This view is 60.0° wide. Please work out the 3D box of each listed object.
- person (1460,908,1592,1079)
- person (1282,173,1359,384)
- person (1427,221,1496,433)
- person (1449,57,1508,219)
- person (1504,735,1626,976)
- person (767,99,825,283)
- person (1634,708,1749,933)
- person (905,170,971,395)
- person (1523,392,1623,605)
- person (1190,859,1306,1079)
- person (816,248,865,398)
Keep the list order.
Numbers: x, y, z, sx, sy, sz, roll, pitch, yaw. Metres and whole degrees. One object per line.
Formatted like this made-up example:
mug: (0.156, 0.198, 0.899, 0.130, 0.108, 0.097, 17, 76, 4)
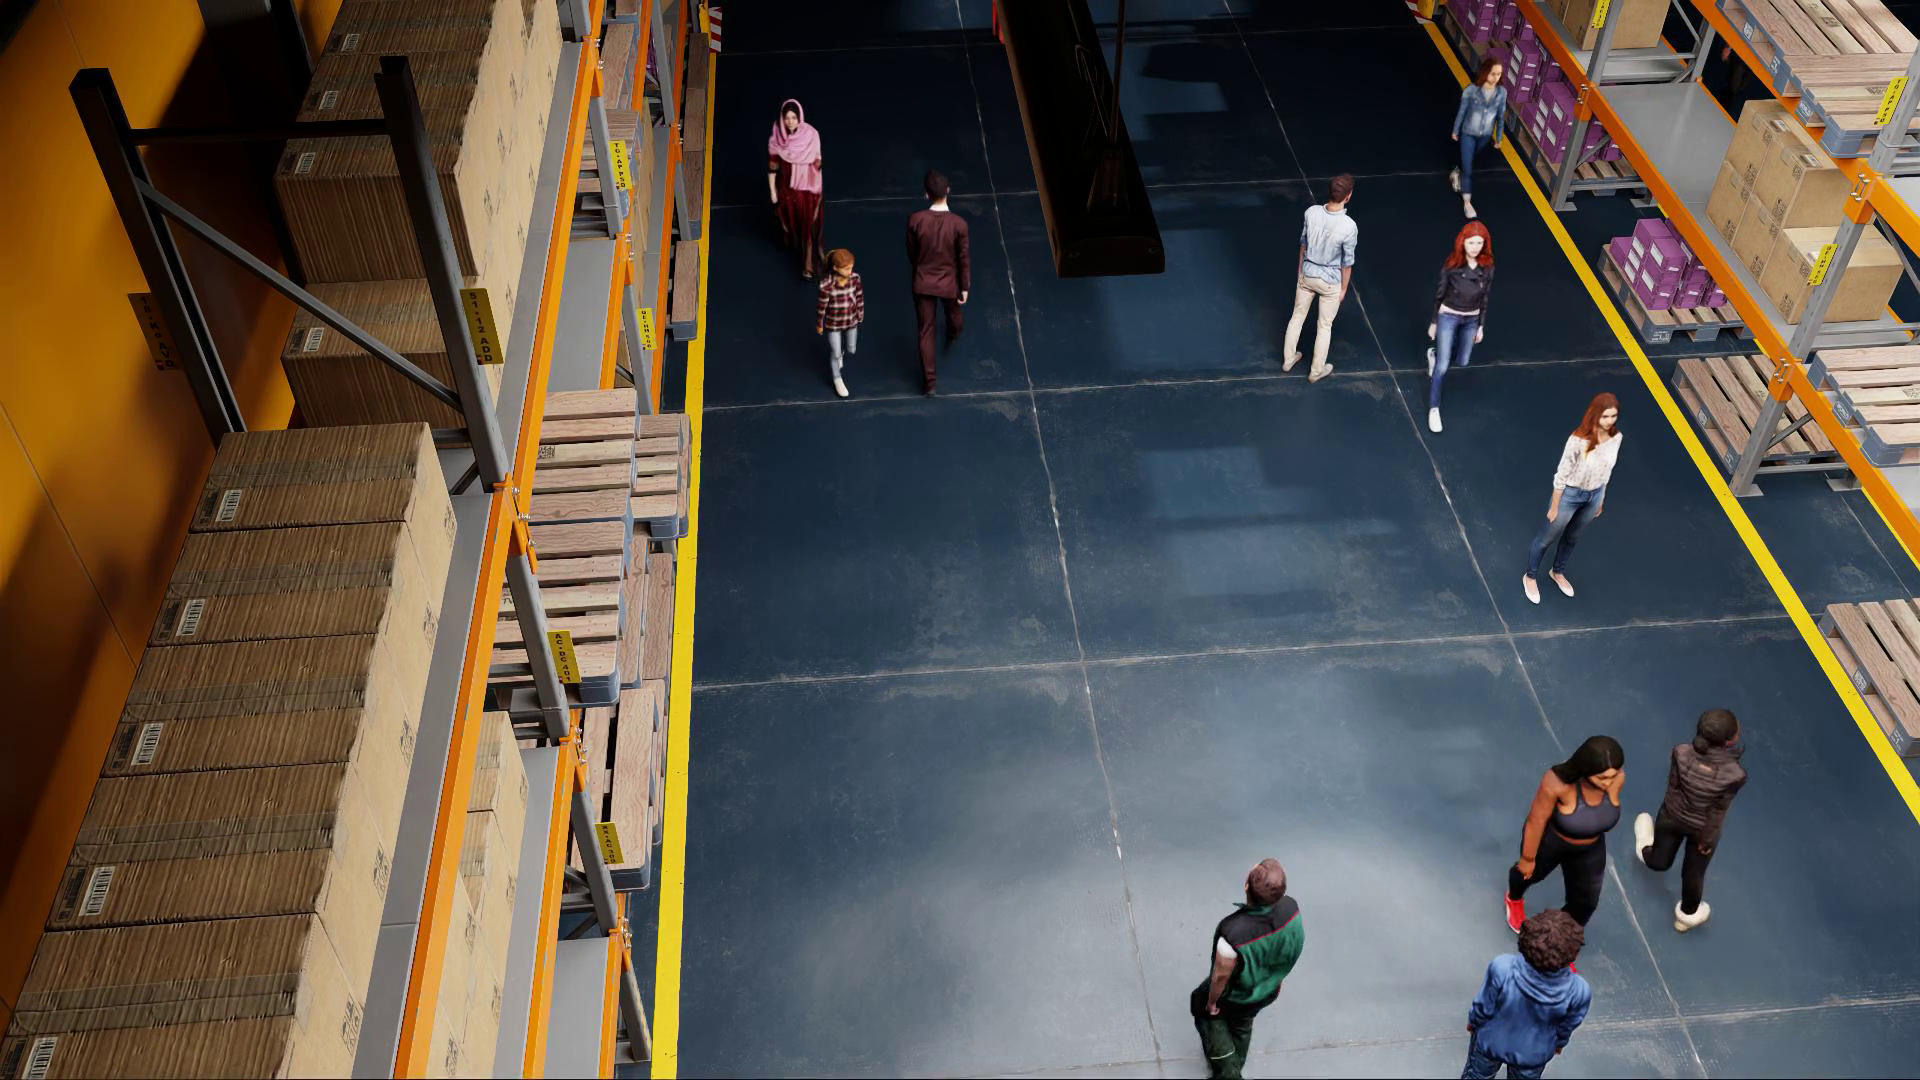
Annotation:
person: (2.811, 2.481, 8.399, 0.751, 1.805, 0.714, 13, 45, 13)
person: (2.852, -2.071, 13.146, 0.720, 1.848, 0.777, 29, 51, 27)
person: (3.813, -1.713, 12.830, 0.611, 1.766, 0.965, -1, 44, -1)
person: (4.699, -3.749, 15.200, 0.597, 1.444, 1.012, -3, 44, -3)
person: (3.343, 1.618, 9.315, 0.717, 1.791, 0.948, -5, 44, -5)
person: (-1.427, -3.110, 14.424, 0.626, 1.589, 1.059, -4, 44, -4)
person: (4.156, 1.559, 9.492, 0.925, 1.631, 0.977, 13, 45, 13)
person: (-0.198, -1.964, 13.059, 0.765, 1.813, 1.180, 3, 44, 3)
person: (4.211, -0.303, 11.377, 0.604, 1.728, 0.555, -9, 44, -10)
person: (1.505, 2.324, 8.552, 0.775, 1.821, 0.840, -21, 48, -21)
person: (-0.963, -1.801, 13.263, 0.677, 1.296, 0.807, -13, 45, -13)
